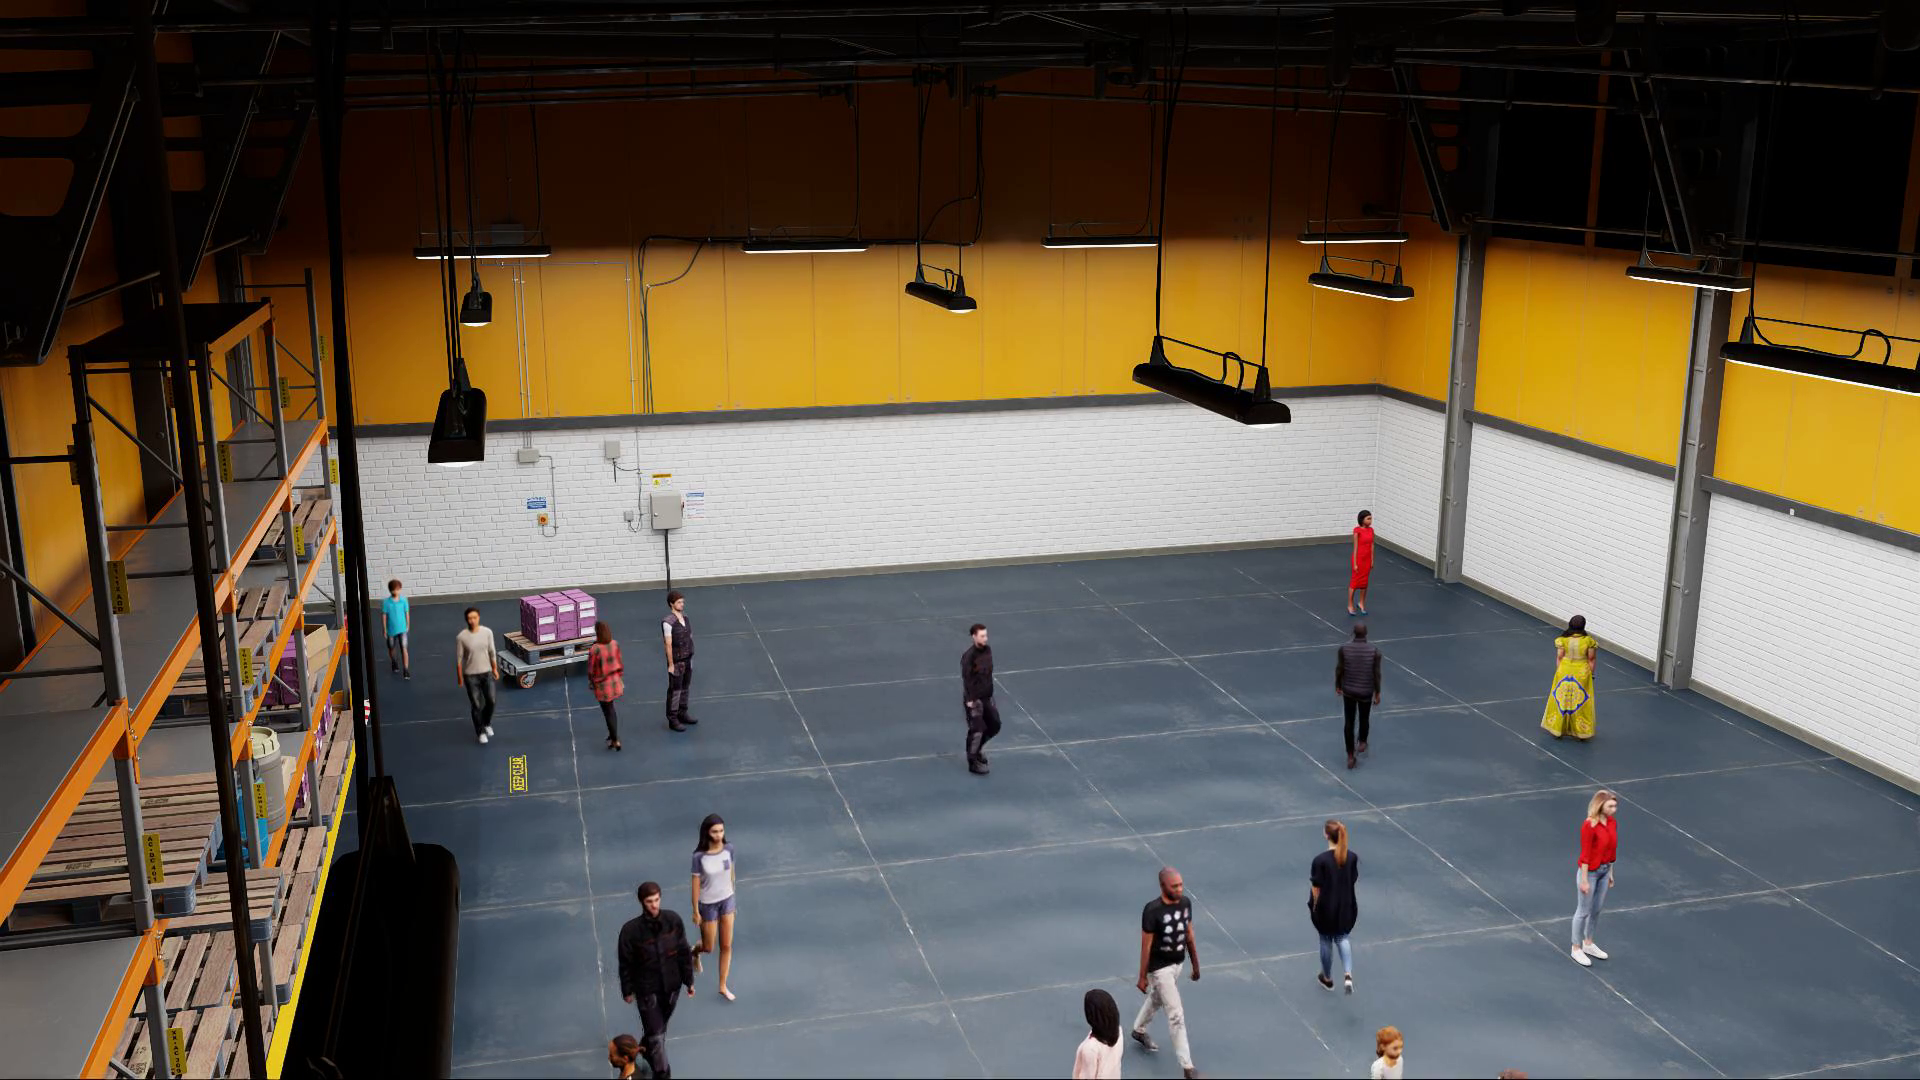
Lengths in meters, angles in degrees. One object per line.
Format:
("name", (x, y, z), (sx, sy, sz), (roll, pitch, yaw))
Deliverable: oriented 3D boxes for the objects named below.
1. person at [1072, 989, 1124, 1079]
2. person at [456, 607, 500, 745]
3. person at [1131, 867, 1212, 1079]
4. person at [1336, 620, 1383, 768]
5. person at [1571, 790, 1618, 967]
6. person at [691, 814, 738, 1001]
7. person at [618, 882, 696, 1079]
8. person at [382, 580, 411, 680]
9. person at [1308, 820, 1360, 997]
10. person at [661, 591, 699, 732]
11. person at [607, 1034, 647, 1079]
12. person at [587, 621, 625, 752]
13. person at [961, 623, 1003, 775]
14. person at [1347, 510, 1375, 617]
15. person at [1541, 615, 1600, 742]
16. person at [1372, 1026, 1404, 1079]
("person", (0.997, 4.029, 11.886), (0.747, 1.768, 0.731), (11, 17, 38))
("person", (-6.221, 1.702, 21.415), (0.748, 1.805, 0.724), (-7, 15, -28))
("person", (1.664, 3.554, 13.887), (1.009, 1.748, 1.310), (-11, 17, -37))
("person", (4.886, 1.921, 20.517), (1.070, 1.804, 1.191), (5, 14, 19))
("person", (5.974, 3.146, 15.661), (0.668, 1.707, 0.608), (-8, 16, -31))
("person", (-2.254, 3.286, 15.059), (0.800, 1.718, 0.975), (-10, 17, -37))
("person", (-2.498, 3.612, 13.550), (1.019, 1.795, 1.279), (-10, 17, -36))
("person", (-8.159, 1.271, 24.022), (0.605, 1.417, 0.993), (-6, 15, -22))
("person", (3.391, 3.344, 14.932), (0.674, 1.666, 0.867), (-2, 14, -8))
("person", (-3.706, 1.567, 21.881), (0.811, 1.849, 0.719), (6, 15, 22))
("person", (-2.244, 4.175, 11.495), (0.648, 1.669, 0.472), (-3, 14, -11))
("person", (-4.411, 1.863, 21.002), (0.807, 1.687, 0.754), (12, 18, 41))
("person", (0.175, 1.917, 20.335), (0.897, 1.896, 0.849), (10, 17, 37))
("person", (6.534, 0.360, 27.096), (0.609, 1.741, 0.569), (-7, 15, -26))
("person", (7.927, 1.763, 21.475), (0.999, 1.660, 1.036), (6, 15, 23))
("person", (3.078, 4.178, 12.276), (0.675, 1.295, 0.955), (-9, 16, -32))
